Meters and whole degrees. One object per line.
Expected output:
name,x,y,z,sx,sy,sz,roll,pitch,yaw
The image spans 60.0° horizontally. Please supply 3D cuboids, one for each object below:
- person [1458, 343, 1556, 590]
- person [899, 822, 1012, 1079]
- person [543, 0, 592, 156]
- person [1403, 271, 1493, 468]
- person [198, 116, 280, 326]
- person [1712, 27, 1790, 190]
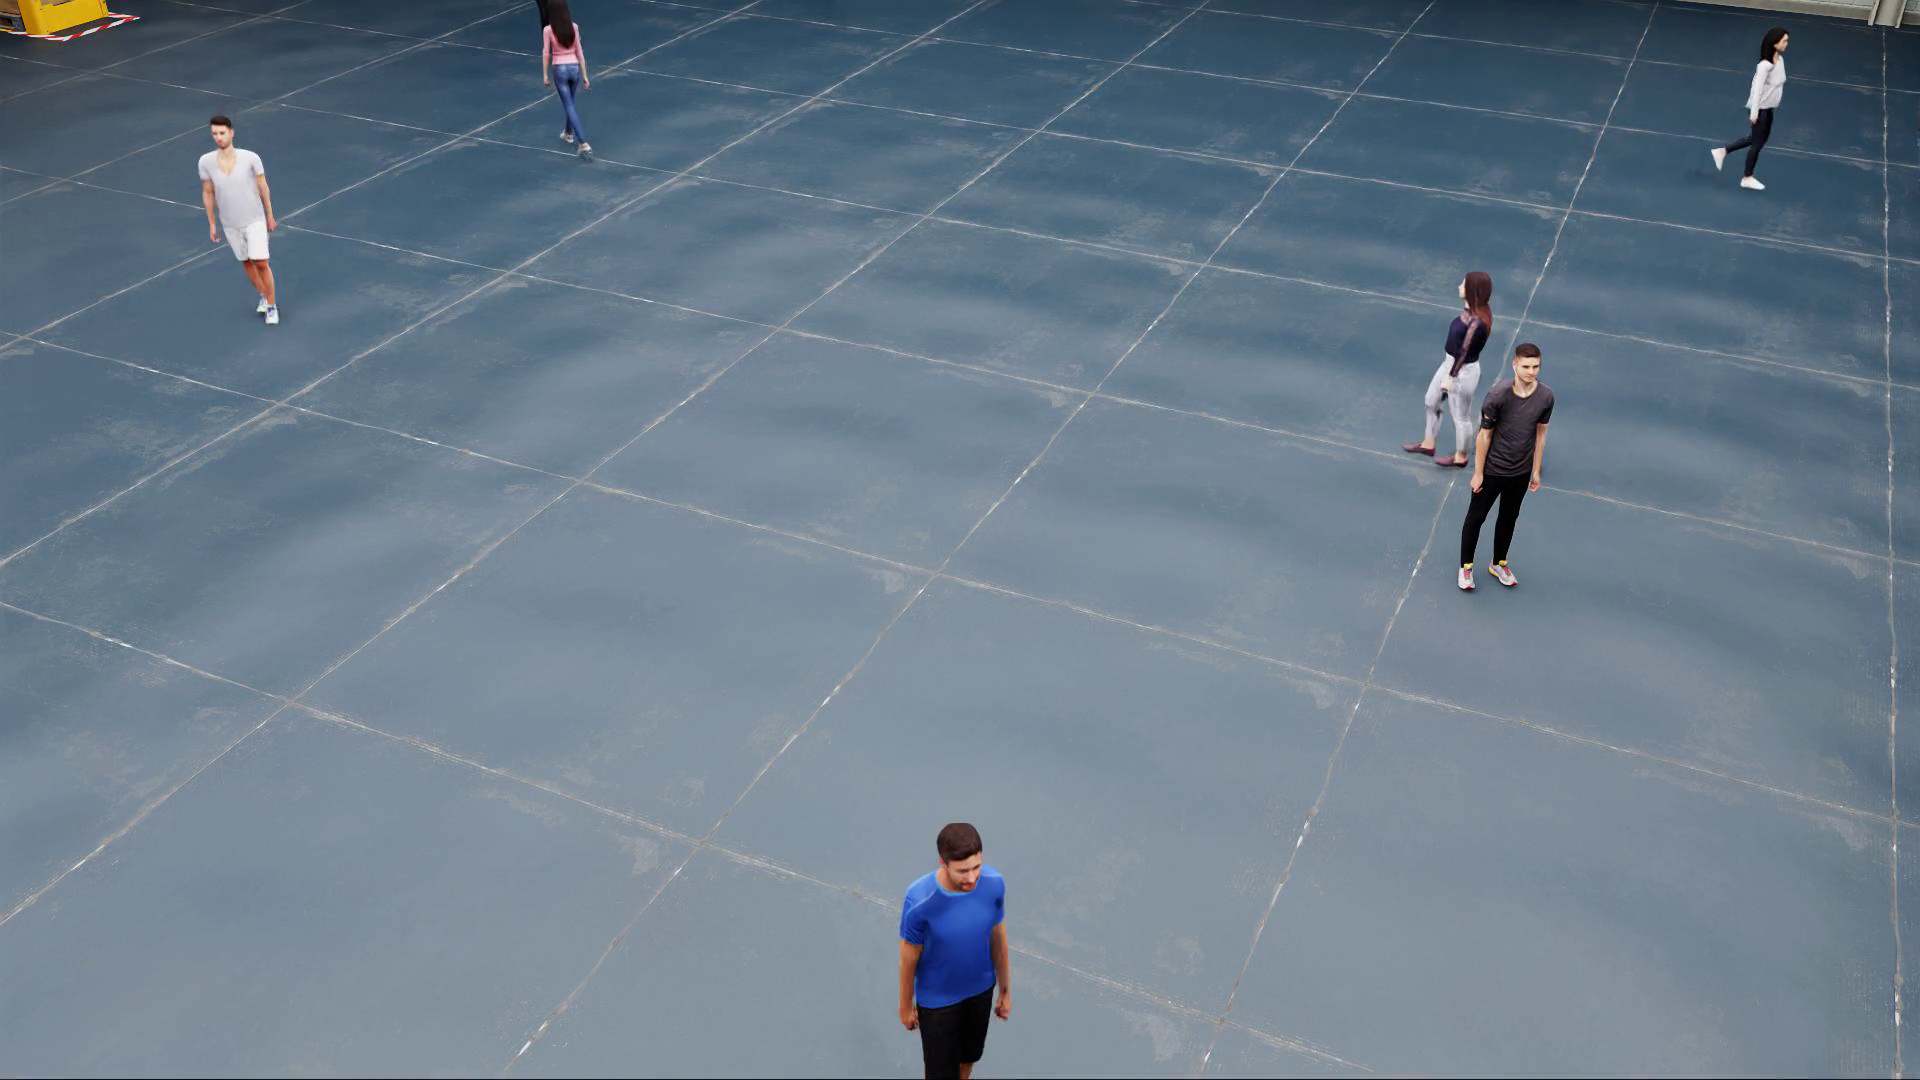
person,3.613,-0.489,11.011,0.672,1.765,0.779,-4,32,-6
person,-0.064,1.875,7.176,0.767,1.857,0.818,-15,35,-22
person,-4.330,-5.111,18.393,1.004,1.704,1.209,-19,37,-28
person,3.777,-1.230,12.348,0.786,1.591,0.697,6,33,9
person,-6.331,-2.875,14.730,0.984,1.832,1.000,-3,32,-5
person,8.374,-4.563,17.543,0.953,1.684,0.773,26,40,34
